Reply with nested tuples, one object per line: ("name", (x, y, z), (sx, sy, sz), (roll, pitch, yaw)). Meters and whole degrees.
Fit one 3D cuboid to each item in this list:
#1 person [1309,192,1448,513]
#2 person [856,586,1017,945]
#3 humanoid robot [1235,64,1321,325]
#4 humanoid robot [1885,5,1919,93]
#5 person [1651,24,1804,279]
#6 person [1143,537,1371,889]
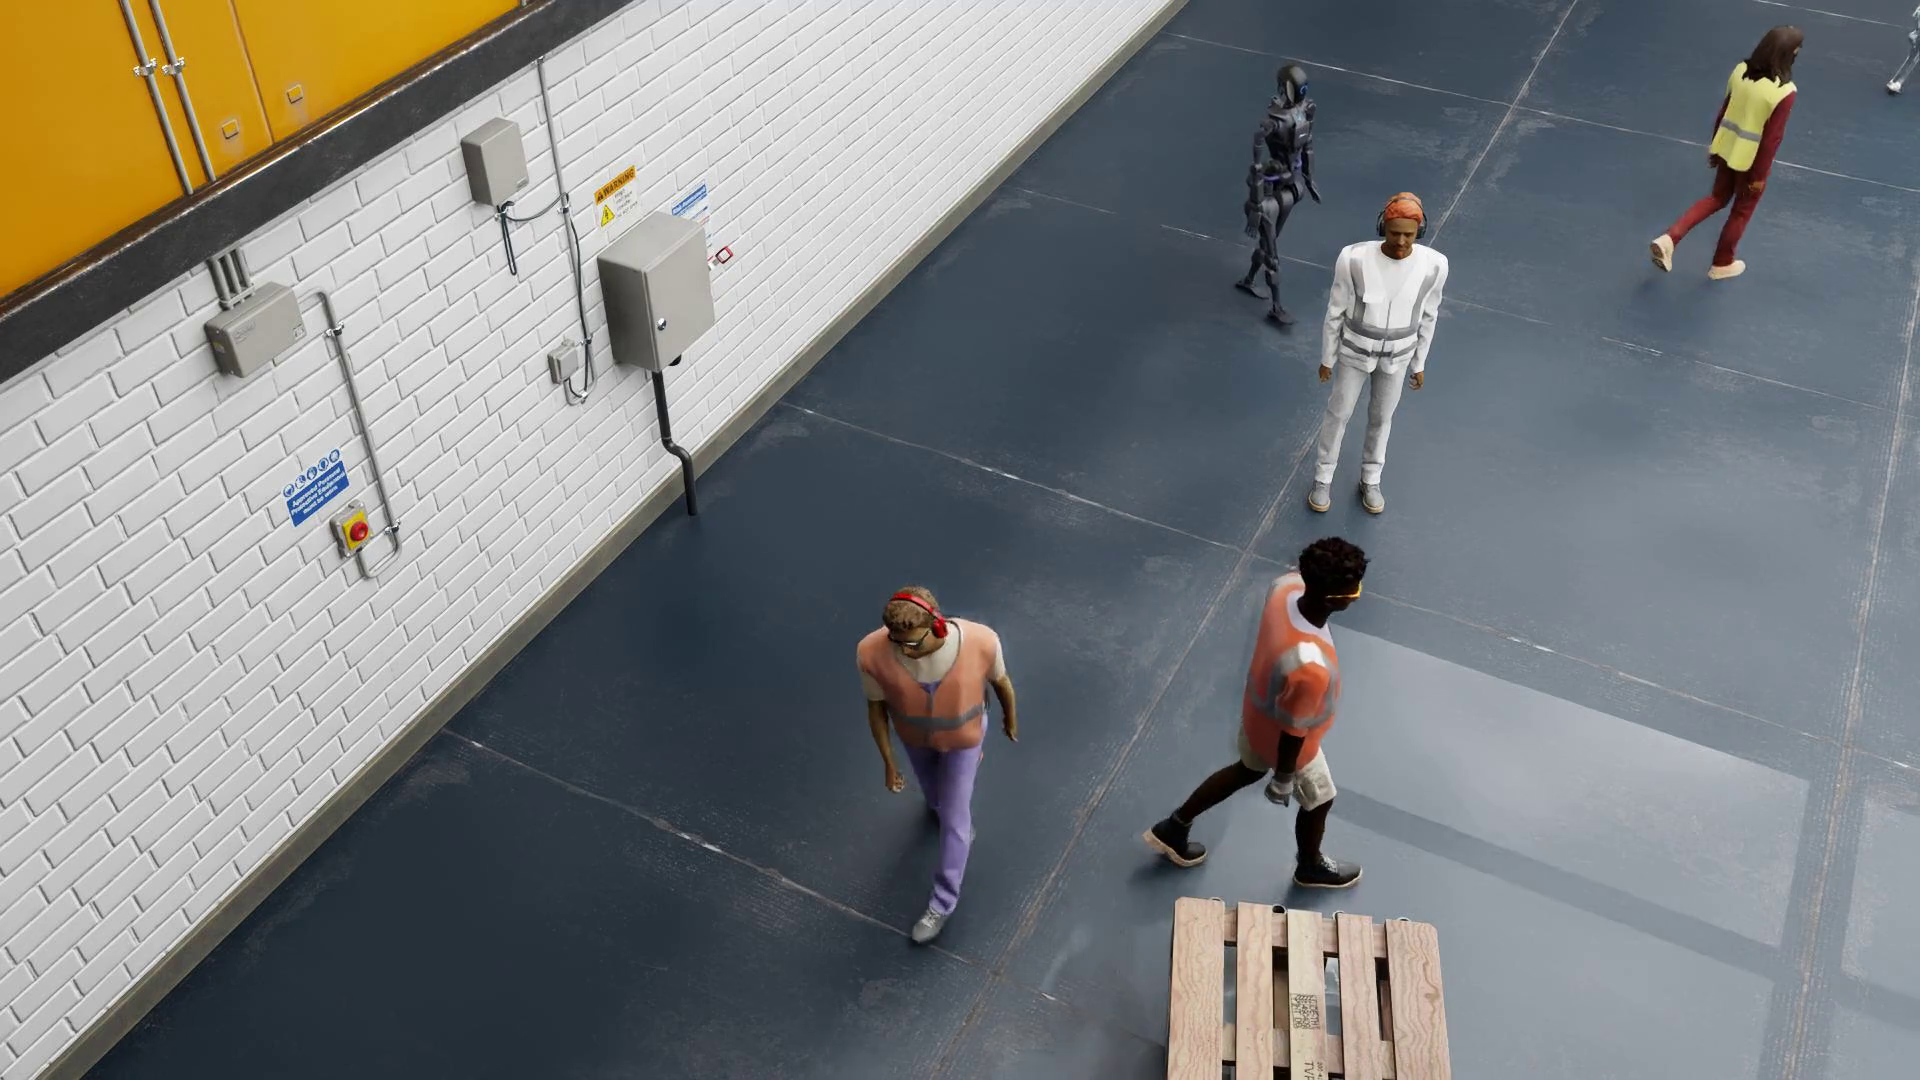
("person", (2.169, -0.953, 8.709), (0.574, 1.882, 0.356), (2, 41, 3))
("person", (-0.087, 0.798, 6.759), (0.596, 1.780, 0.820), (6, 41, 7))
("humanoid robot", (2.018, -2.140, 10.250), (0.598, 1.642, 0.636), (-30, 49, -30))
("humanoid robot", (7.539, -4.235, 12.659), (0.955, 1.777, 0.536), (-14, 43, -15))
("person", (4.889, -2.401, 10.489), (0.657, 1.750, 0.474), (-13, 42, -15))
("person", (1.268, 0.734, 6.720), (0.908, 1.932, 0.606), (-2, 41, -3))
